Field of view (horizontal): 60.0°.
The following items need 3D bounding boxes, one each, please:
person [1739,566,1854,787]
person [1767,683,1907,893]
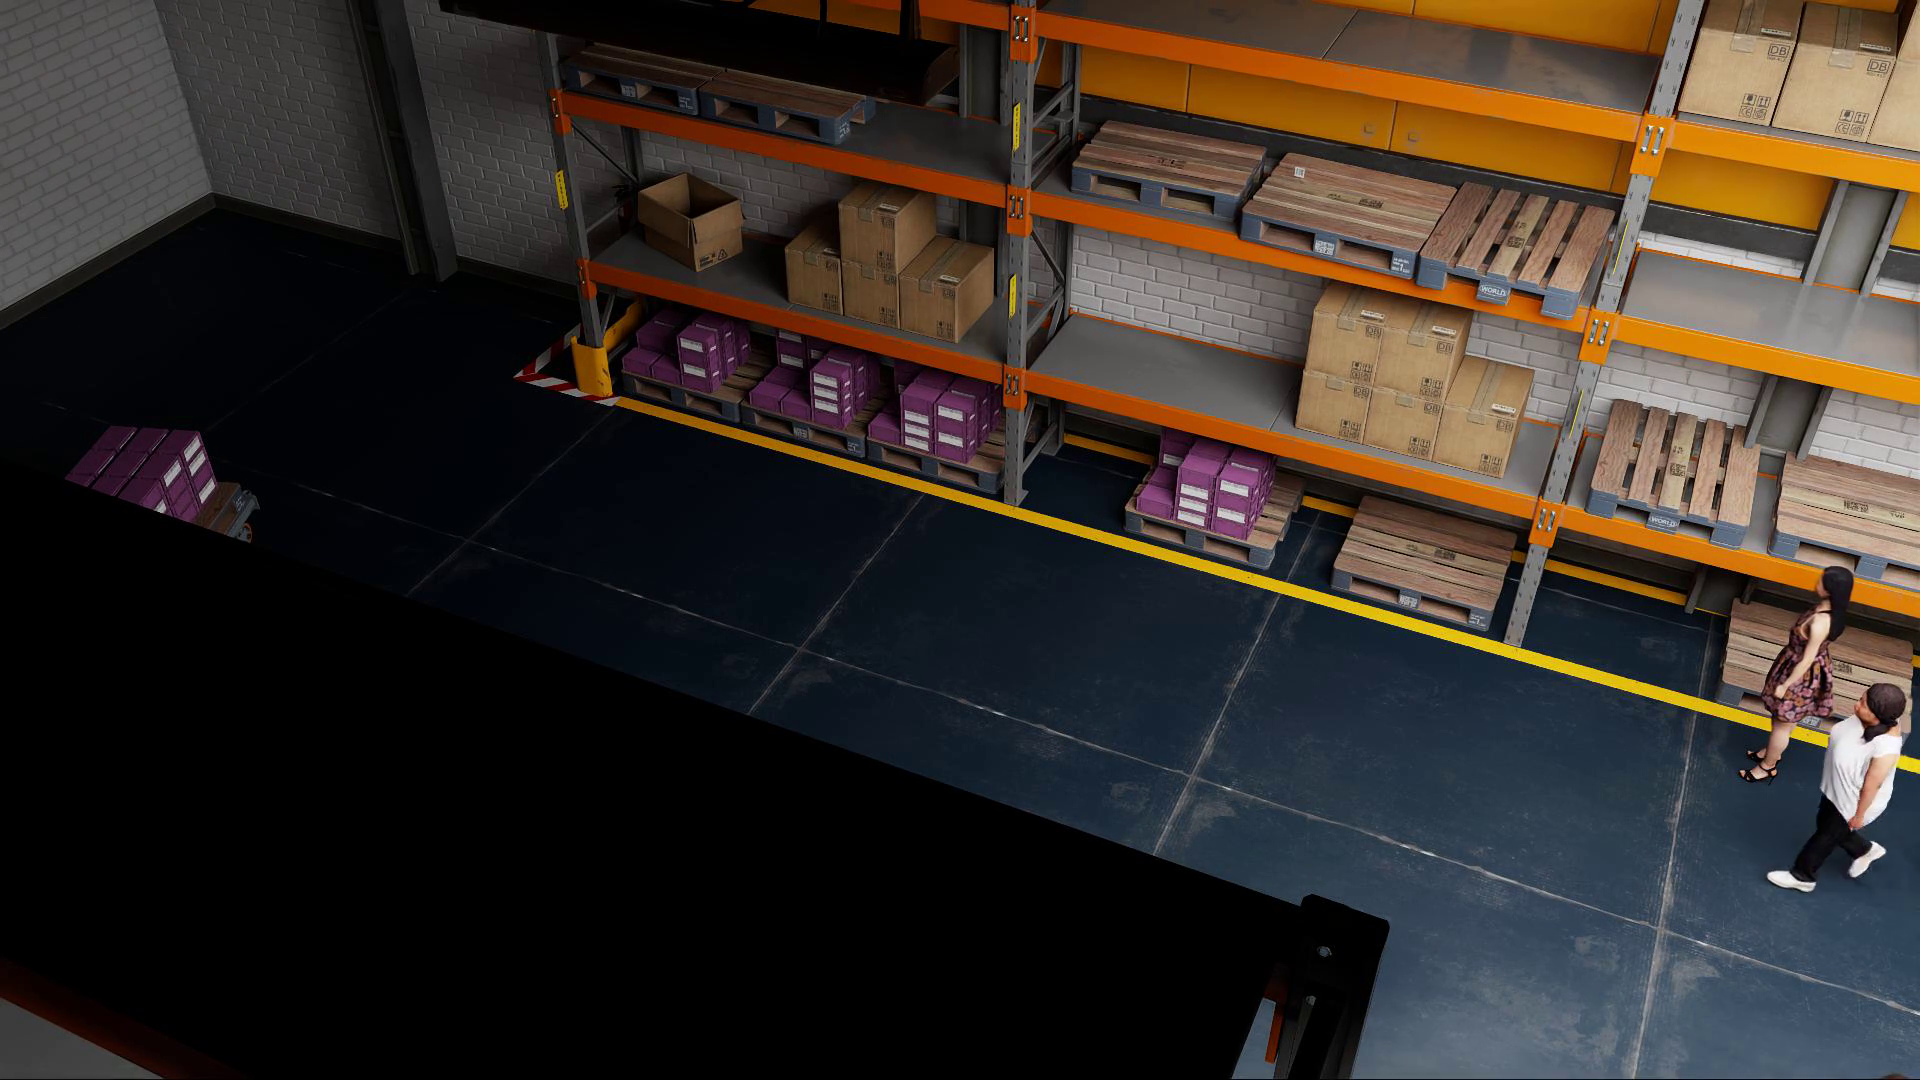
[{"bbox_3d":[5.350,0.863,10.619,0.739,1.777,0.725,26,45,29],"label":"person"},{"bbox_3d":[5.360,1.496,9.909,0.893,1.675,0.729,9,40,11],"label":"person"}]
